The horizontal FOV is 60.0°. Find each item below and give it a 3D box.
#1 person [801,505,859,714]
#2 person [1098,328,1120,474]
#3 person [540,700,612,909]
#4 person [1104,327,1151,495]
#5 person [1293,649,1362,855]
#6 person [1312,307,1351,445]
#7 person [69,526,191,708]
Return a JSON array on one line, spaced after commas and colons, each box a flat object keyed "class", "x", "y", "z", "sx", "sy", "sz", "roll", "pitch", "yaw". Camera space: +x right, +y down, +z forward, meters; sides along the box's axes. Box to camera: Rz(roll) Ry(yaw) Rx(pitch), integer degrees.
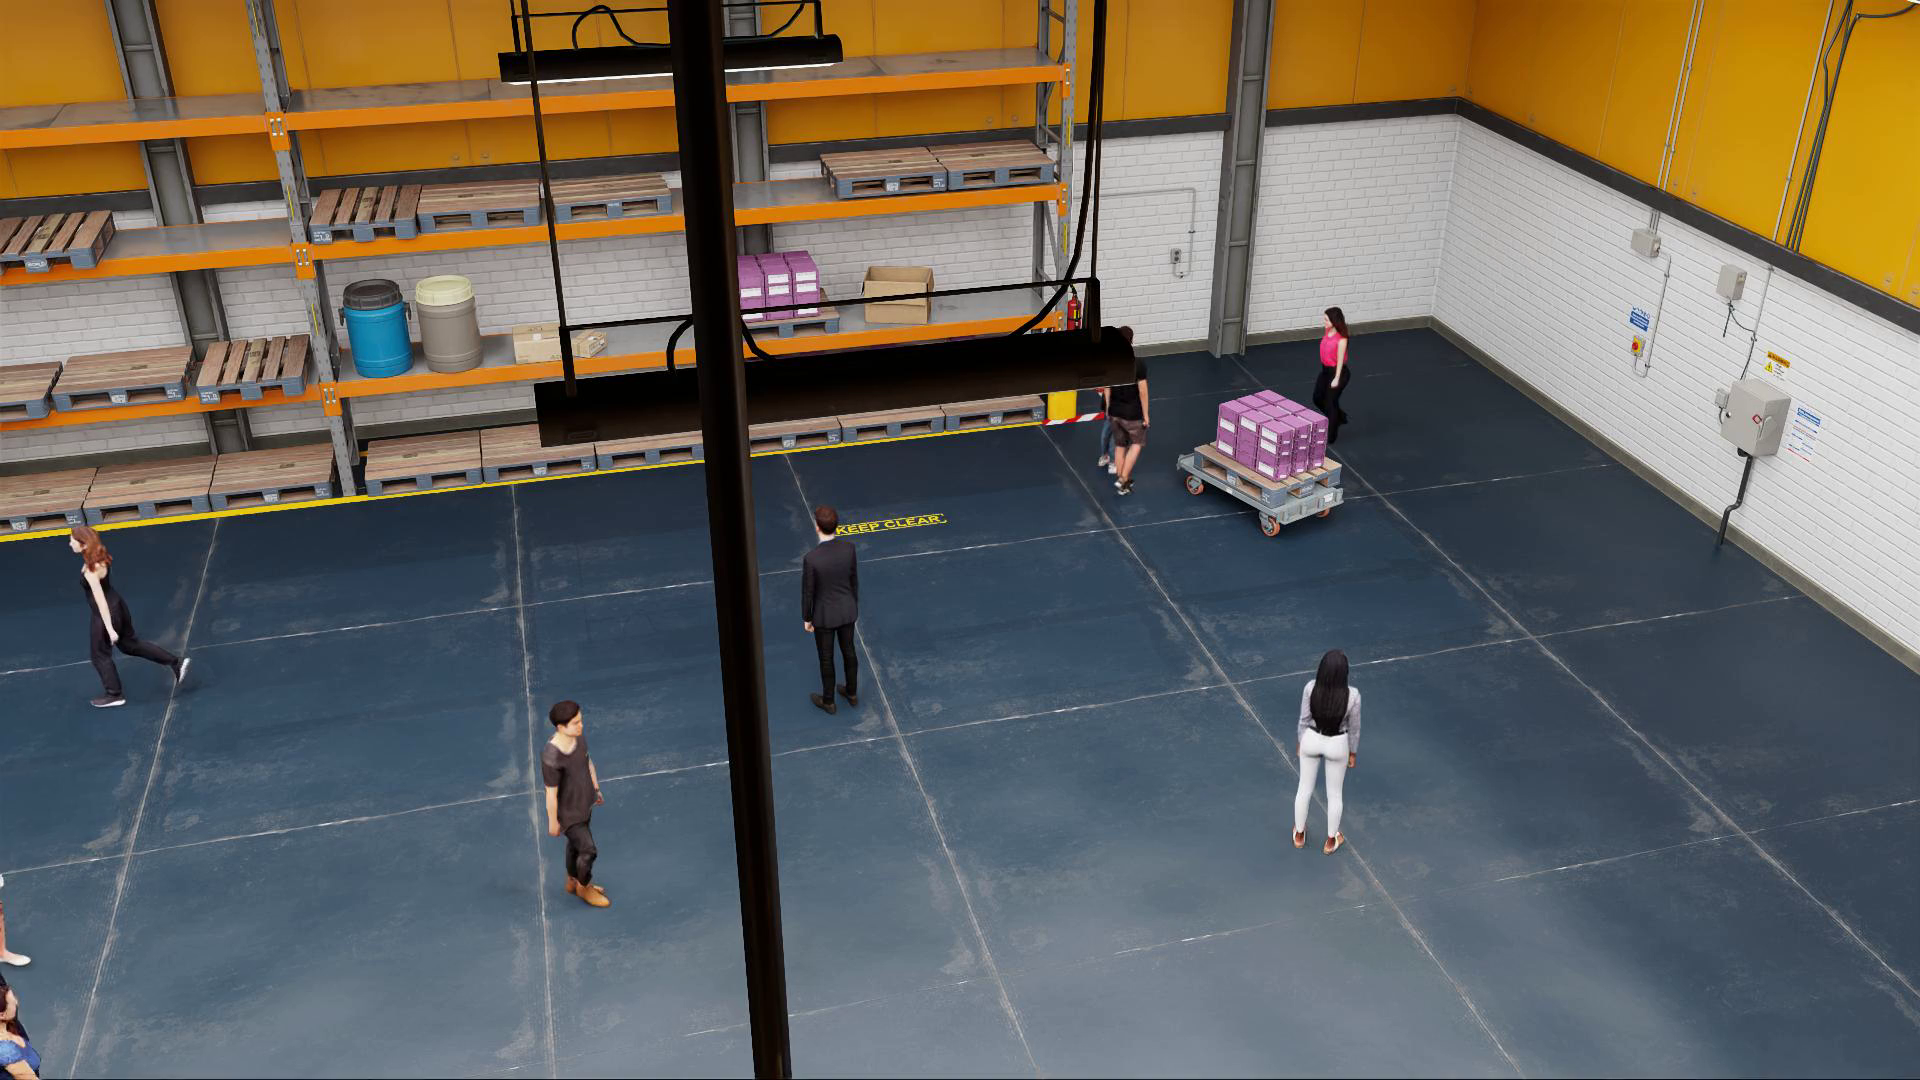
[{"class": "person", "x": -1.059, "y": 0.585, "z": 13.949, "sx": 0.650, "sy": 1.886, "sz": 0.807, "roll": -17, "pitch": 33, "yaw": -28}, {"class": "person", "x": 1.682, "y": -1.531, "z": 18.078, "sx": 0.555, "sy": 1.646, "sz": 0.603, "roll": -12, "pitch": 31, "yaw": -21}, {"class": "person", "x": -2.820, "y": 1.855, "z": 11.812, "sx": 0.780, "sy": 1.702, "sz": 0.757, "roll": 6, "pitch": 29, "yaw": 12}, {"class": "person", "x": 1.691, "y": -1.304, "z": 17.457, "sx": 0.884, "sy": 1.842, "sz": 0.947, "roll": 17, "pitch": 33, "yaw": 28}, {"class": "person", "x": 2.708, "y": 1.551, "z": 12.348, "sx": 0.629, "sy": 1.724, "sz": 0.728, "roll": 10, "pitch": 30, "yaw": 18}, {"class": "person", "x": 4.263, "y": -1.829, "z": 18.629, "sx": 0.694, "sy": 1.641, "sz": 0.579, "roll": -8, "pitch": 30, "yaw": -14}, {"class": "person", "x": -7.076, "y": 0.624, "z": 14.053, "sx": 1.034, "sy": 1.718, "sz": 0.549, "roll": -8, "pitch": 30, "yaw": -14}]
